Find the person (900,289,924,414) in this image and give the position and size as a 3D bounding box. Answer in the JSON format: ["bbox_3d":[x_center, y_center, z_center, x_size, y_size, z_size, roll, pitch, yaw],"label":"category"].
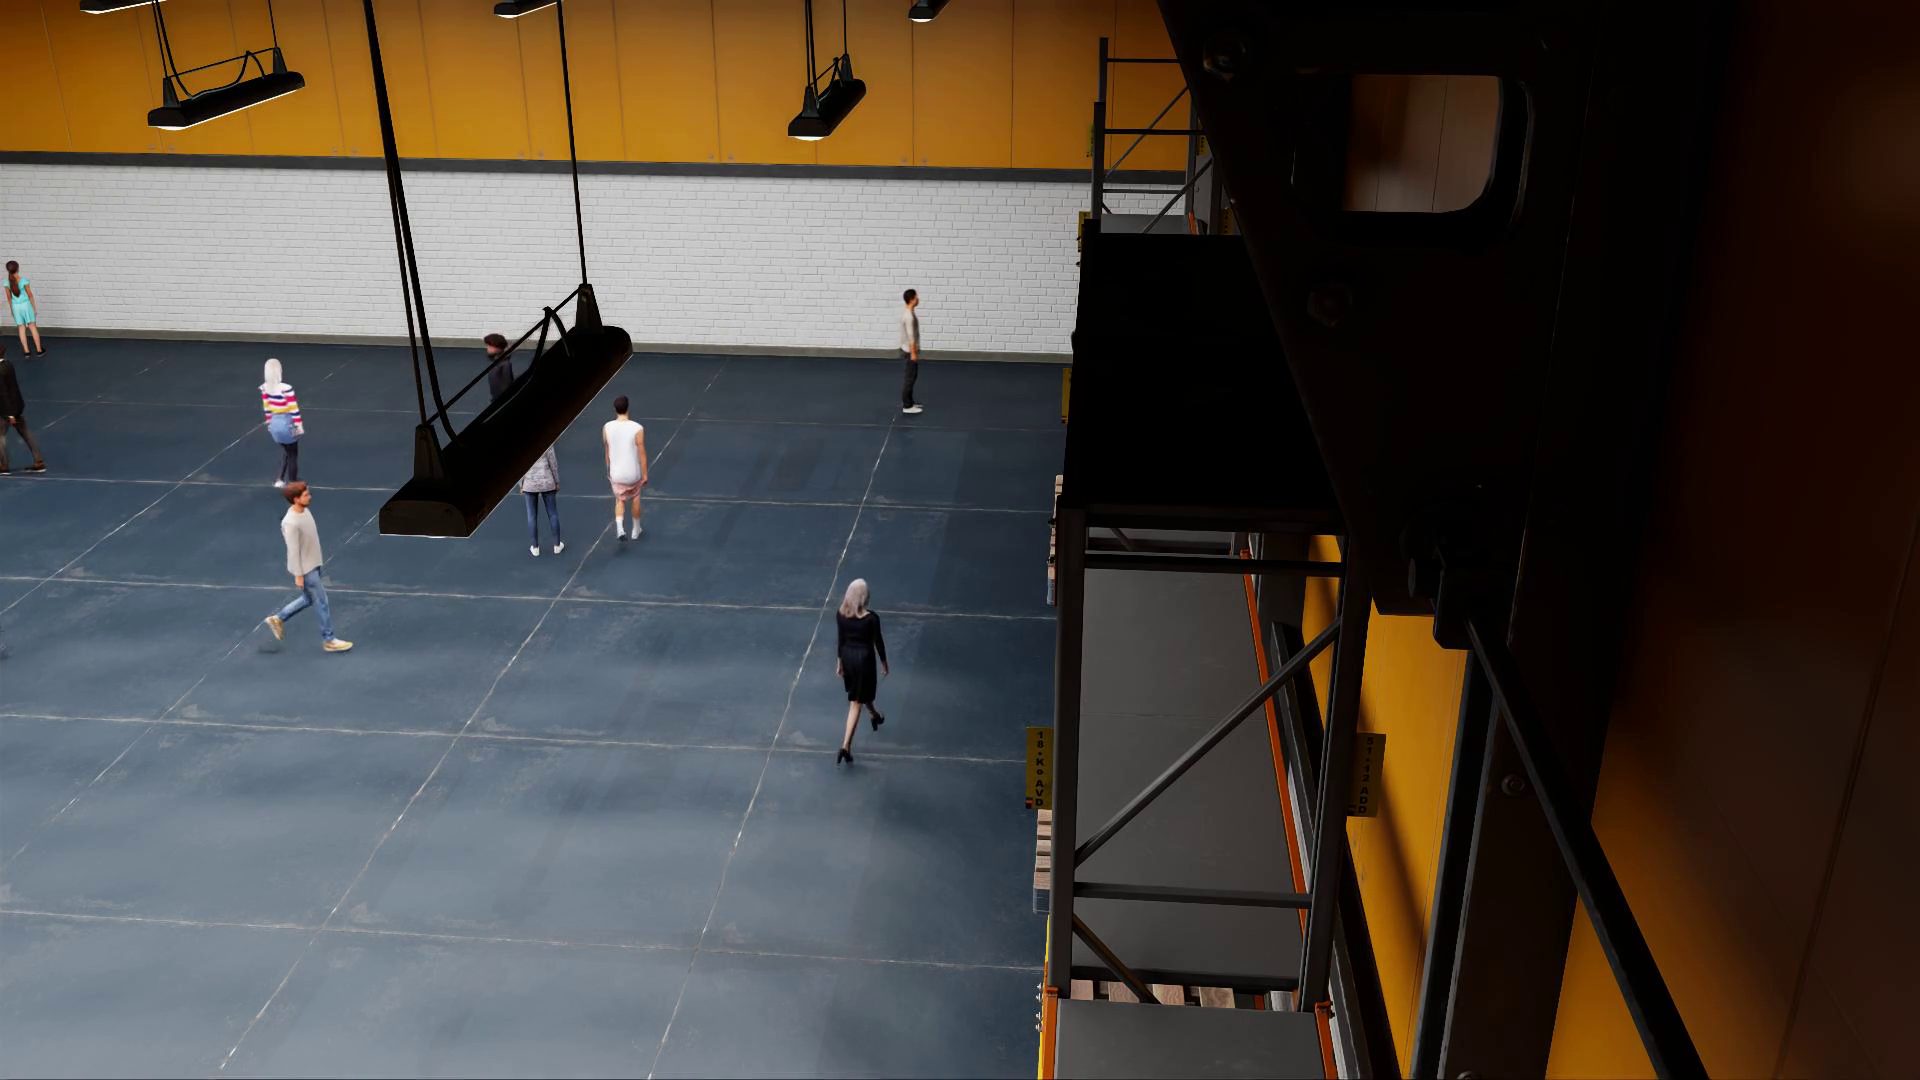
[{"bbox_3d":[-0.737,-2.733,23.995,0.746,1.813,0.541,-2,24,-4],"label":"person"}]

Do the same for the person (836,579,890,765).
[{"bbox_3d":[-0.939,1.224,15.099,0.863,1.687,1.261,10,25,21],"label":"person"}]

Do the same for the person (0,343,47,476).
[{"bbox_3d":[-12.271,-1.699,21.676,0.876,1.775,0.947,-3,24,-8],"label":"person"}]

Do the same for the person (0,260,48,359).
[{"bbox_3d":[-14.946,-3.694,26.511,0.611,1.558,0.619,-5,24,-12],"label":"person"}]

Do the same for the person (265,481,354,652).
[{"bbox_3d":[-6.766,0.292,16.995,0.869,1.877,1.085,-2,24,-5],"label":"person"}]

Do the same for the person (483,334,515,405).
[{"bbox_3d":[-6.027,-1.920,22.213,0.969,1.750,1.106,18,29,35],"label":"person"}]

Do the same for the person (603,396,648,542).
[{"bbox_3d":[-3.971,-0.779,19.591,0.704,1.759,0.911,2,24,4],"label":"person"}]

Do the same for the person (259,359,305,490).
[{"bbox_3d":[-8.567,-1.387,20.932,0.755,1.800,0.782,10,26,22],"label":"person"}]

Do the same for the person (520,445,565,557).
[{"bbox_3d":[-4.905,-0.659,19.349,0.667,1.733,0.628,-5,24,-12],"label":"person"}]
